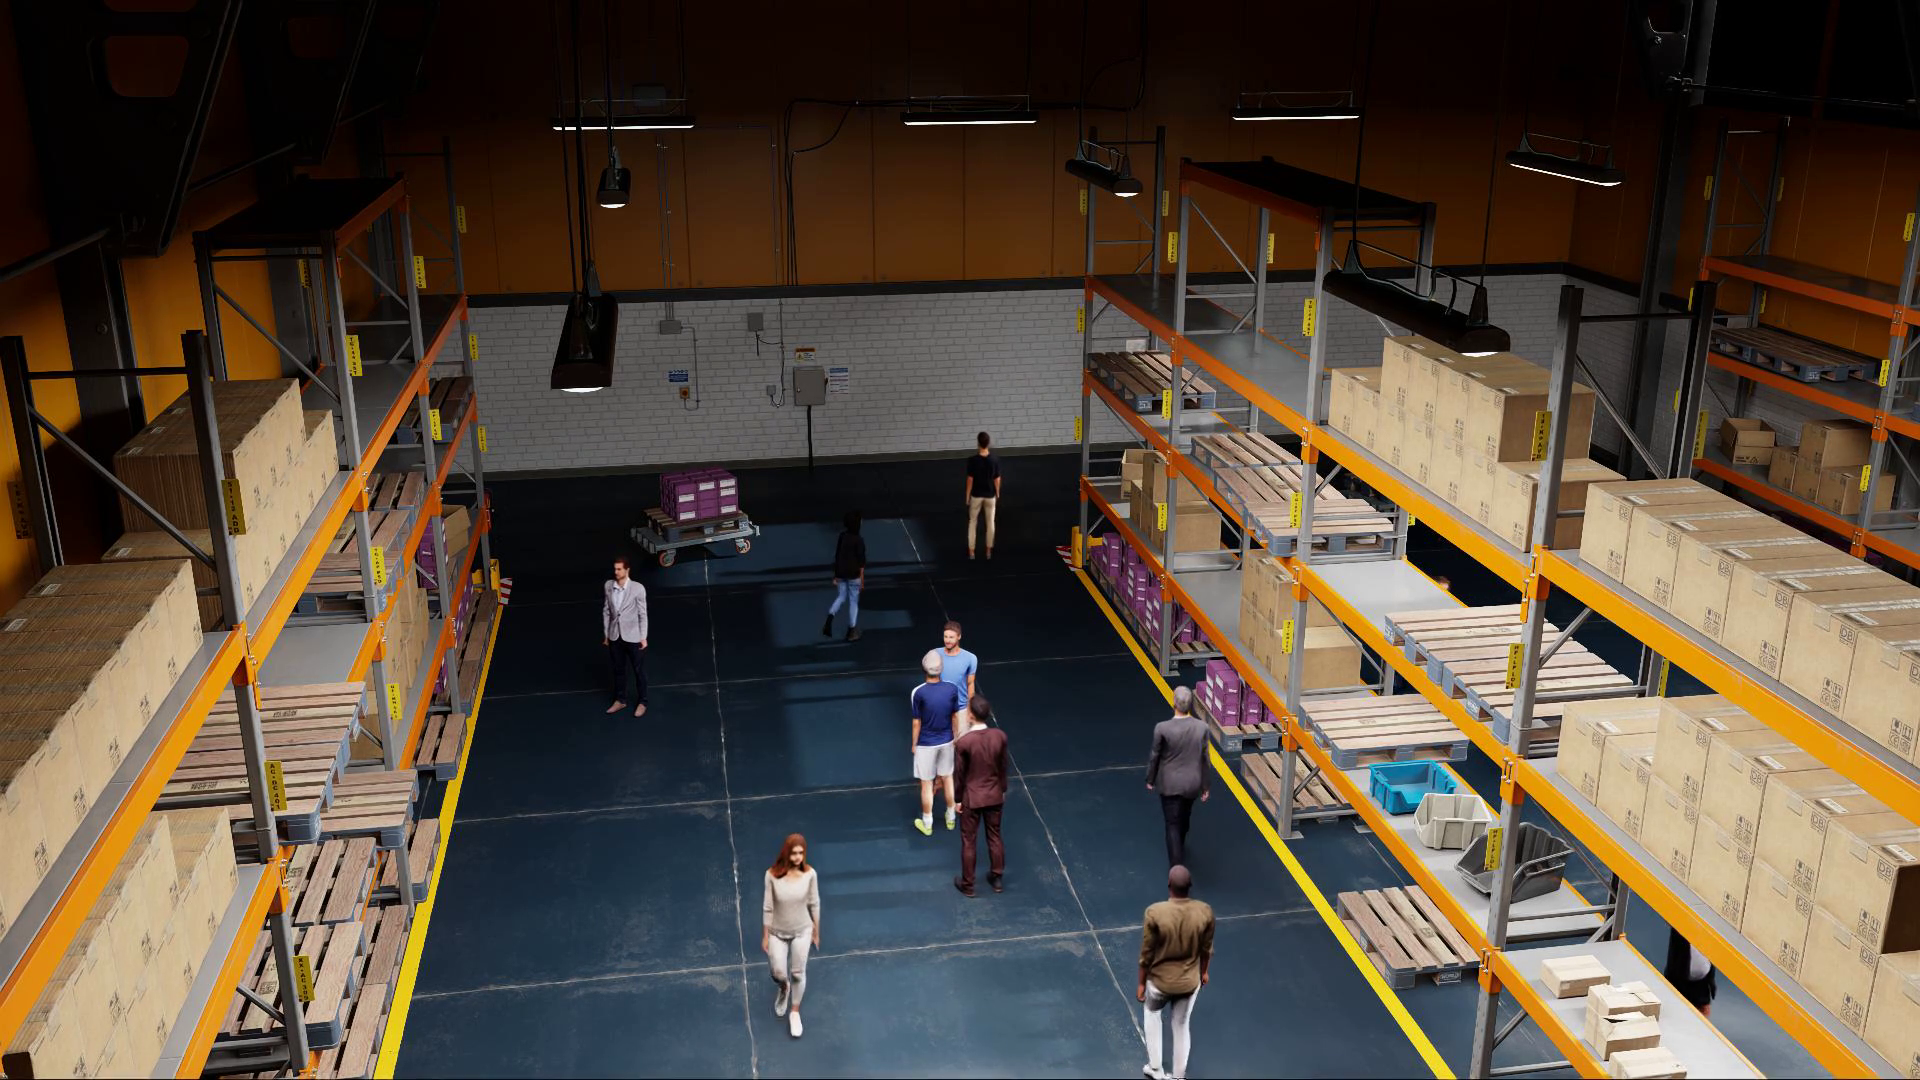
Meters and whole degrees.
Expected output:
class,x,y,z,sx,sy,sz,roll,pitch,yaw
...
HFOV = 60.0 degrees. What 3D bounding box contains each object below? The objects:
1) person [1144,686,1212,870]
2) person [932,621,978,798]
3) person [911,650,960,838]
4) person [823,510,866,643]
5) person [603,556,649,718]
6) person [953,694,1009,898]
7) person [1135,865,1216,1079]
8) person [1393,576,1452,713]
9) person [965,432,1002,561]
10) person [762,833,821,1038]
class,x,y,z,sx,sy,sz,roll,pitch,yaw
person,1.996,2.249,14.965,0.737,1.782,1.215,-3,19,-8
person,-0.079,1.671,16.554,0.731,1.863,0.705,4,19,12
person,-0.241,1.922,15.852,0.682,1.836,0.616,-8,20,-22
person,-1.404,0.492,20.336,0.868,1.683,0.918,12,22,32
person,-3.695,1.039,18.447,0.767,1.853,0.764,6,20,18
person,0.193,2.274,14.772,0.717,1.858,0.641,-7,20,-20
person,1.561,3.233,12.000,0.761,1.808,0.661,-2,19,-7
person,5.099,1.193,18.247,0.726,1.688,1.128,-7,20,-19
person,0.347,-0.605,23.332,0.642,1.851,0.567,-3,19,-9
person,-1.319,2.996,12.892,0.618,1.690,0.693,-2,19,-7
